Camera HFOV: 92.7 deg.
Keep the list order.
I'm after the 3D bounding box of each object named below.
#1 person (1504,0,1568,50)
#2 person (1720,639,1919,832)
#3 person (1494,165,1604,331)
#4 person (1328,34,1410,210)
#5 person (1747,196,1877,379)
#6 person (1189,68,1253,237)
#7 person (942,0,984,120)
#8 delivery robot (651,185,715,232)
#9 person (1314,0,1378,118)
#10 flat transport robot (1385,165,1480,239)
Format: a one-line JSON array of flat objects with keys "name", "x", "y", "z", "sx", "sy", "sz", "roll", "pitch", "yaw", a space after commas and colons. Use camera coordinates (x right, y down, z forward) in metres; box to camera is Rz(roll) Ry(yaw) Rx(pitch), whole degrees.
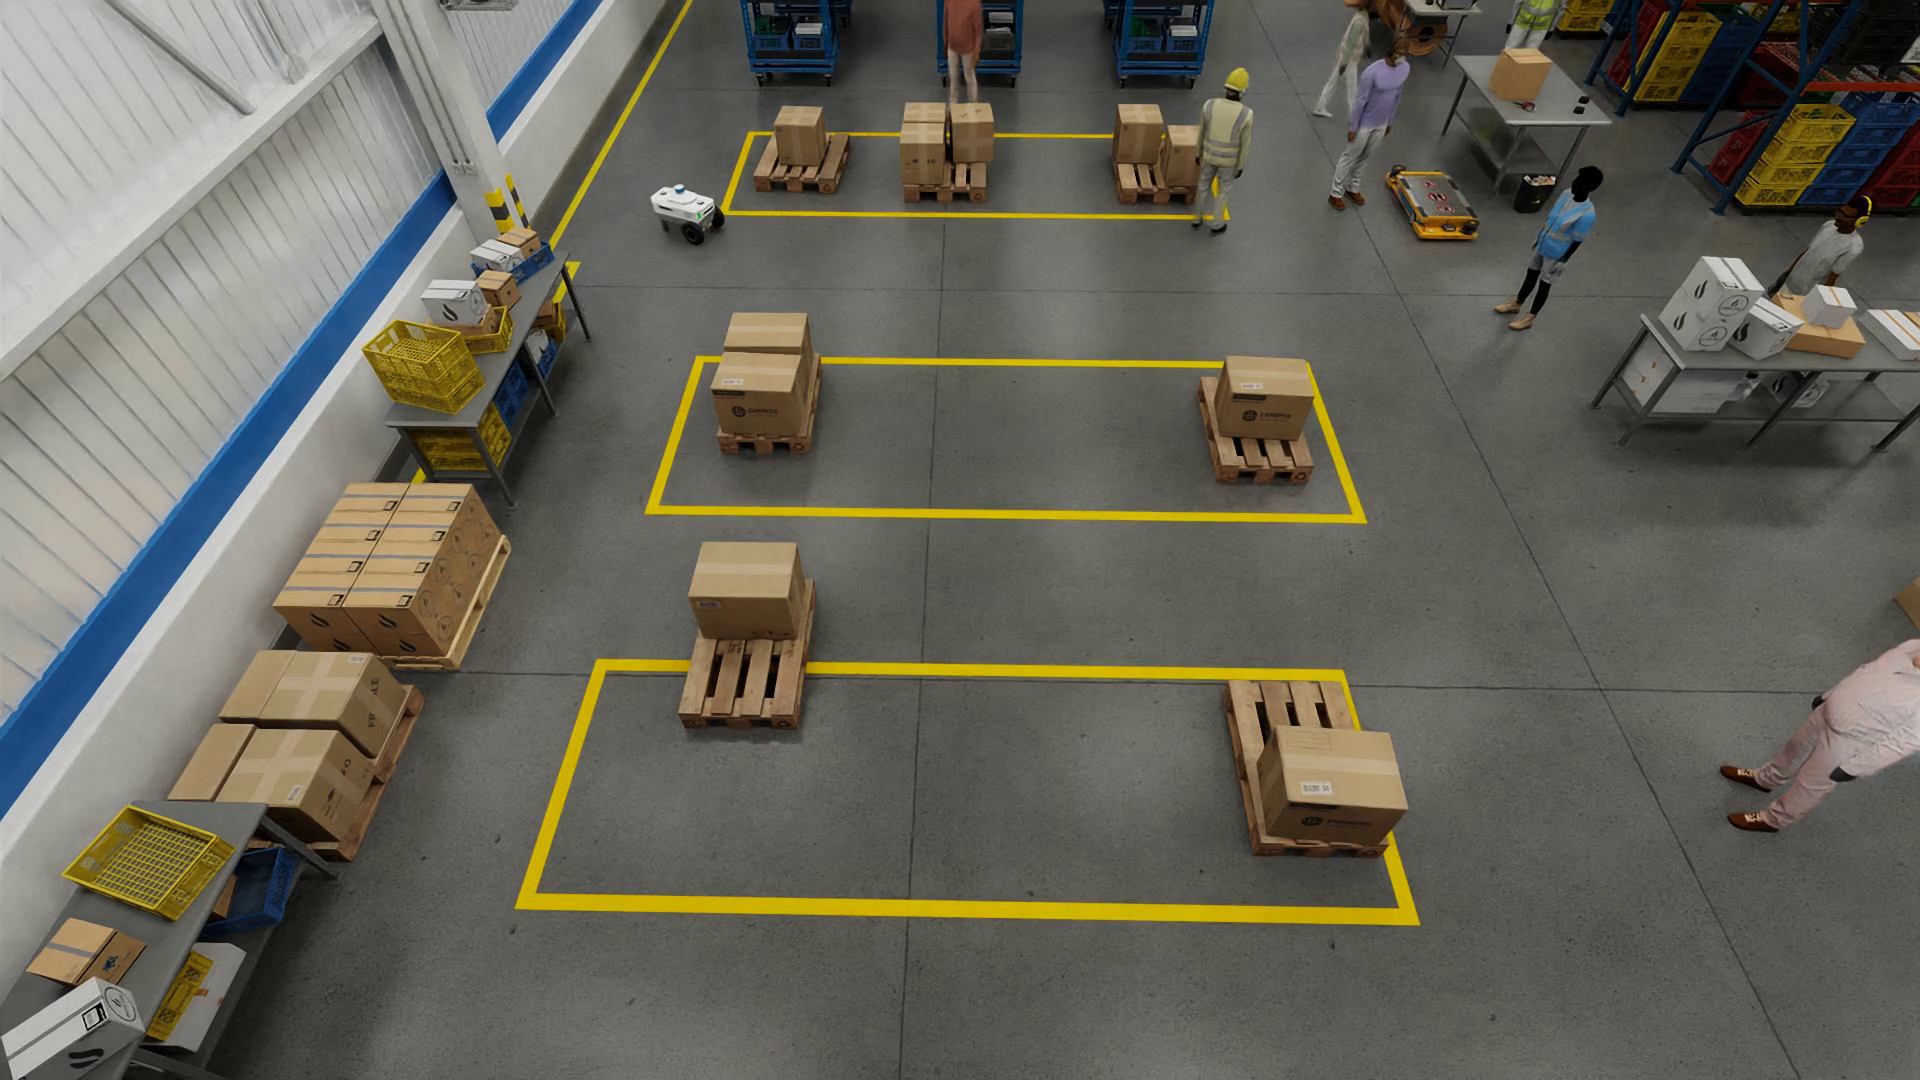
[{"name": "person", "x": 7.912, "y": -7.135, "z": 12.668, "sx": 0.632, "sy": 1.836, "sz": 0.429, "roll": 23, "pitch": 53, "yaw": 18}, {"name": "person", "x": 5.283, "y": 1.129, "z": 5.471, "sx": 0.403, "sy": 1.900, "sz": 0.641, "roll": 18, "pitch": 51, "yaw": 15}, {"name": "person", "x": 5.856, "y": -2.869, "z": 9.061, "sx": 0.320, "sy": 1.695, "sz": 0.537, "roll": -3, "pitch": 49, "yaw": -2}, {"name": "person", "x": 4.745, "y": -4.804, "z": 10.578, "sx": 0.632, "sy": 1.940, "sz": 0.372, "roll": -19, "pitch": 52, "yaw": -16}, {"name": "person", "x": 7.724, "y": -2.297, "z": 8.461, "sx": 0.315, "sy": 1.861, "sz": 0.515, "roll": 3, "pitch": 49, "yaw": 3}, {"name": "person", "x": 2.910, "y": -4.289, "z": 10.204, "sx": 0.592, "sy": 1.831, "sz": 0.404, "roll": 27, "pitch": 54, "yaw": 21}, {"name": "person", "x": 0.008, "y": -6.462, "z": 11.978, "sx": 0.623, "sy": 1.989, "sz": 0.401, "roll": 30, "pitch": 56, "yaw": 24}, {"name": "delivery robot", "x": -3.205, "y": -3.865, "z": 10.614, "sx": 0.707, "sy": 0.478, "sz": 0.477, "roll": 19, "pitch": 52, "yaw": 15}, {"name": "person", "x": 5.294, "y": -6.359, "z": 12.141, "sx": 0.821, "sy": 1.600, "sz": 0.529, "roll": 14, "pitch": 51, "yaw": 12}, {"name": "flat transport robot", "x": 5.692, "y": -4.094, "z": 11.059, "sx": 0.652, "sy": 0.197, "sz": 1.431, "roll": 1, "pitch": 49, "yaw": 1}]
